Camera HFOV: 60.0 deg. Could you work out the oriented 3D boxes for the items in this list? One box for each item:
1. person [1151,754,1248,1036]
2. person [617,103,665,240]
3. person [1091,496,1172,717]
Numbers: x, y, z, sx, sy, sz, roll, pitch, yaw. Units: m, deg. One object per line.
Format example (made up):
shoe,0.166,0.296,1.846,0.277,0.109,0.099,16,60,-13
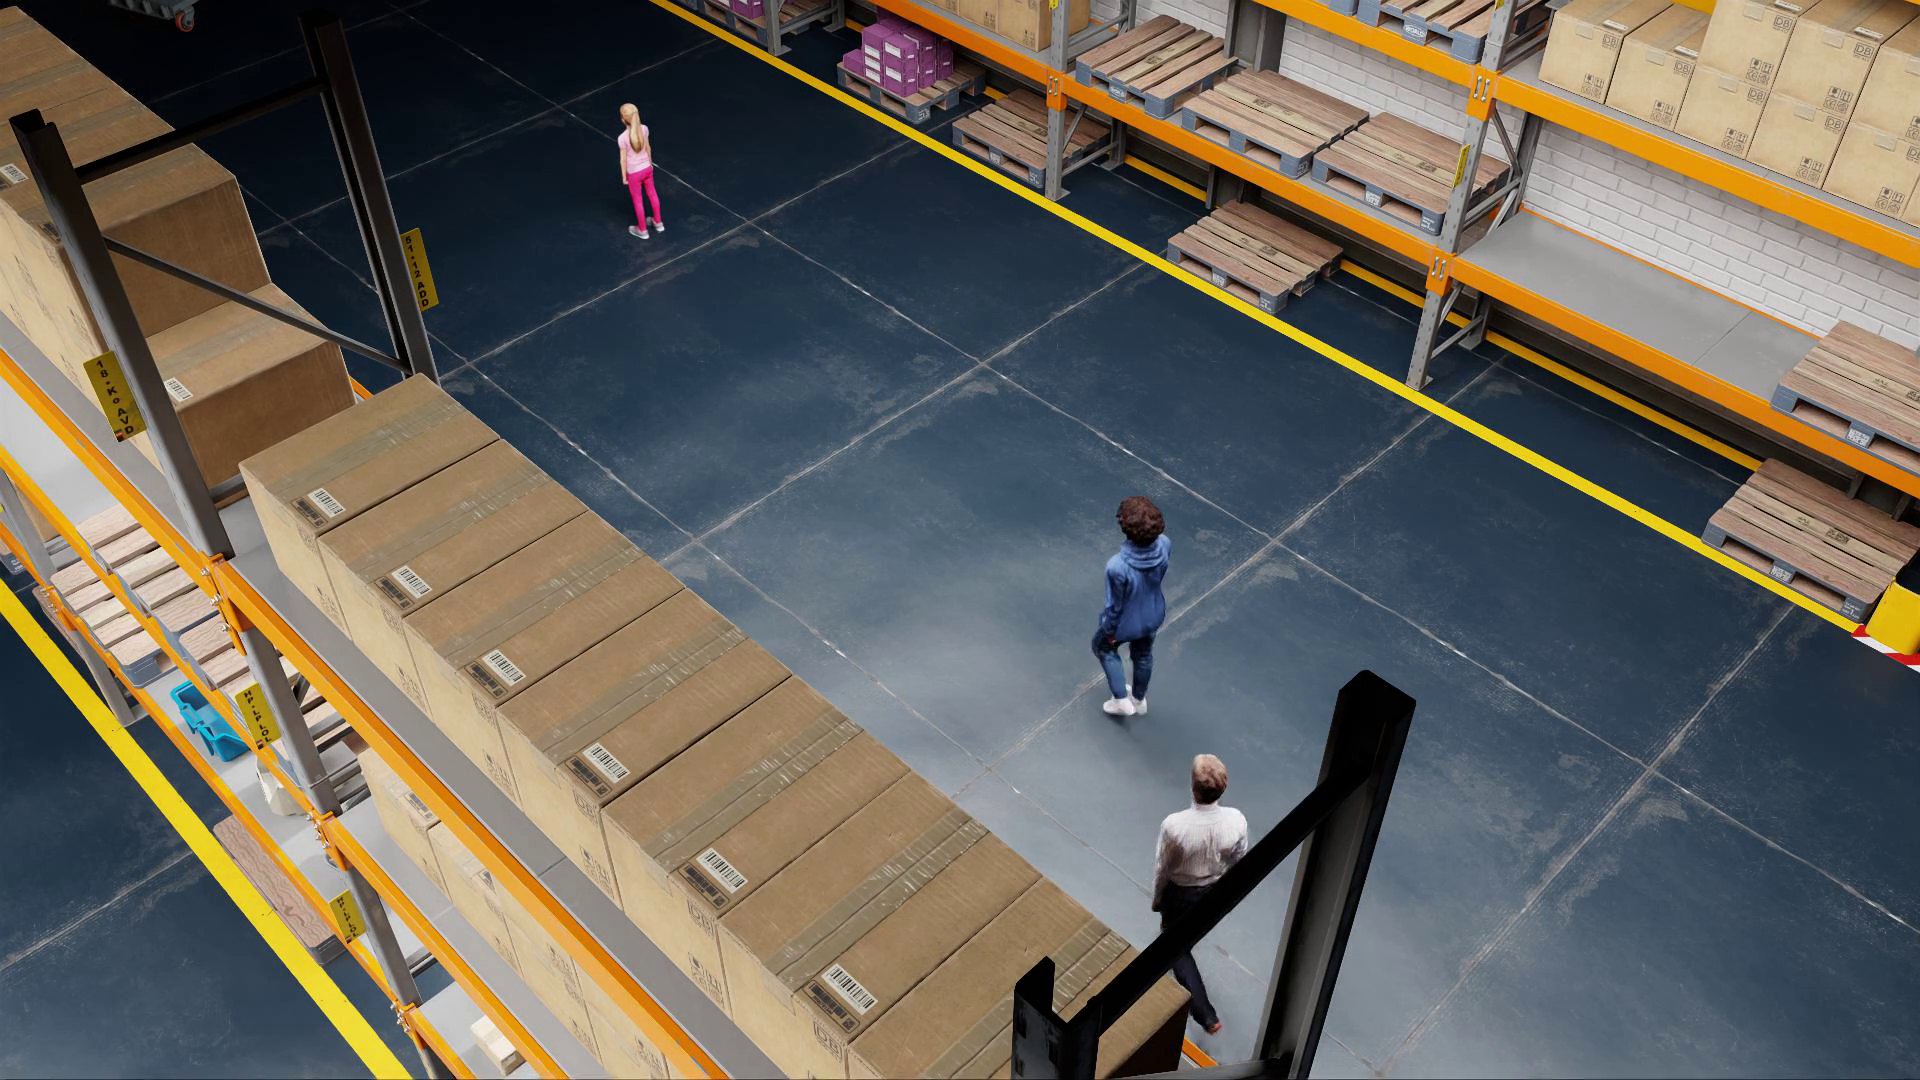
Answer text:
person,1.278,1.934,8.883,1.018,1.780,1.216,-9,44,-9
person,-2.841,-3.285,14.731,0.469,1.270,0.467,35,53,31
person,1.131,0.496,10.381,0.750,1.797,0.728,-21,47,-20
